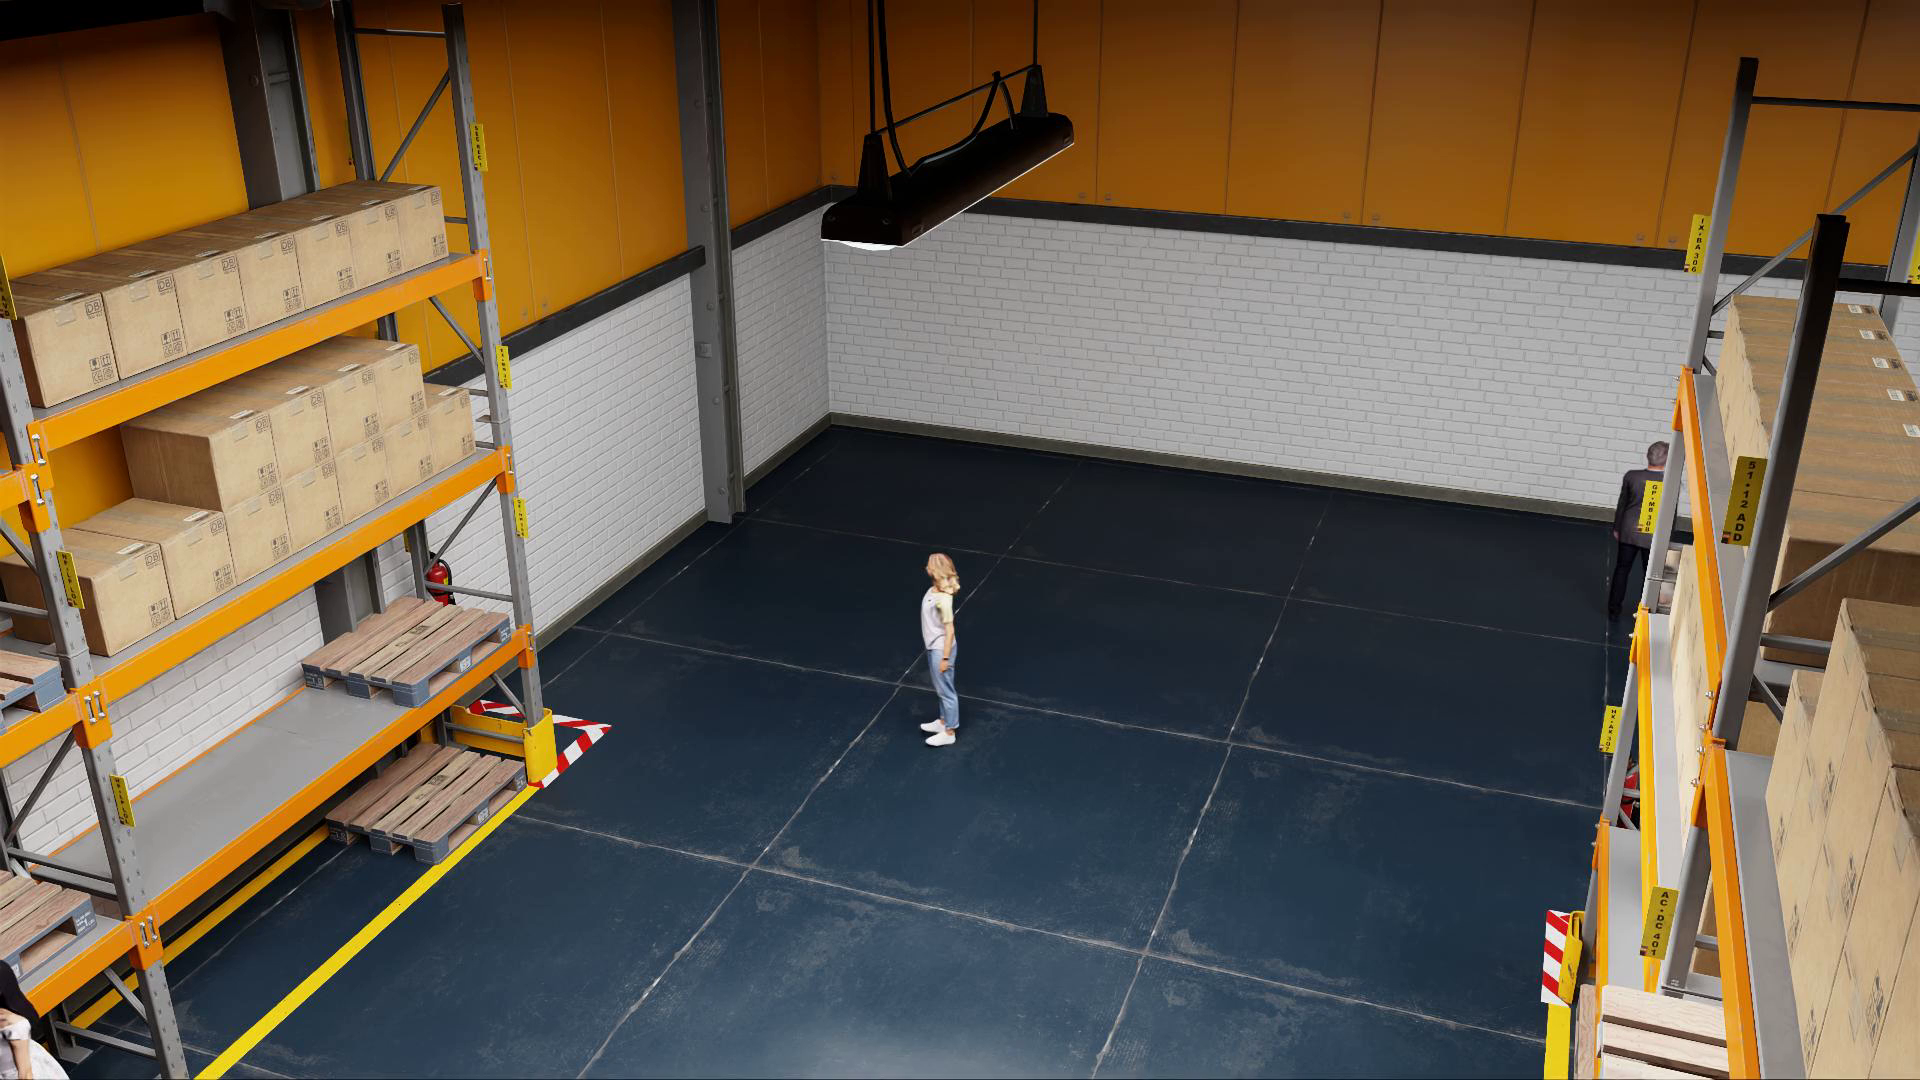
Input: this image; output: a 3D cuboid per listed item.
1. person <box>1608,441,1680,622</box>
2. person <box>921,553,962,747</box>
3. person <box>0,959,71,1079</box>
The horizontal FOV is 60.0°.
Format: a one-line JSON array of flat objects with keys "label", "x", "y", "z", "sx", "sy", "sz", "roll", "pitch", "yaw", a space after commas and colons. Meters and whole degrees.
[{"label": "person", "x": 6.482, "y": -0.068, "z": 15.784, "sx": 0.768, "sy": 1.835, "sz": 0.672, "roll": 14, "pitch": 27, "yaw": 29}, {"label": "person", "x": -0.140, "y": 0.890, "z": 13.730, "sx": 0.770, "sy": 1.725, "sz": 0.646, "roll": -3, "pitch": 24, "yaw": -7}, {"label": "person", "x": -4.986, "y": 2.971, "z": 8.914, "sx": 0.801, "sy": 1.769, "sz": 0.777, "roll": -18, "pitch": 30, "yaw": -36}]
